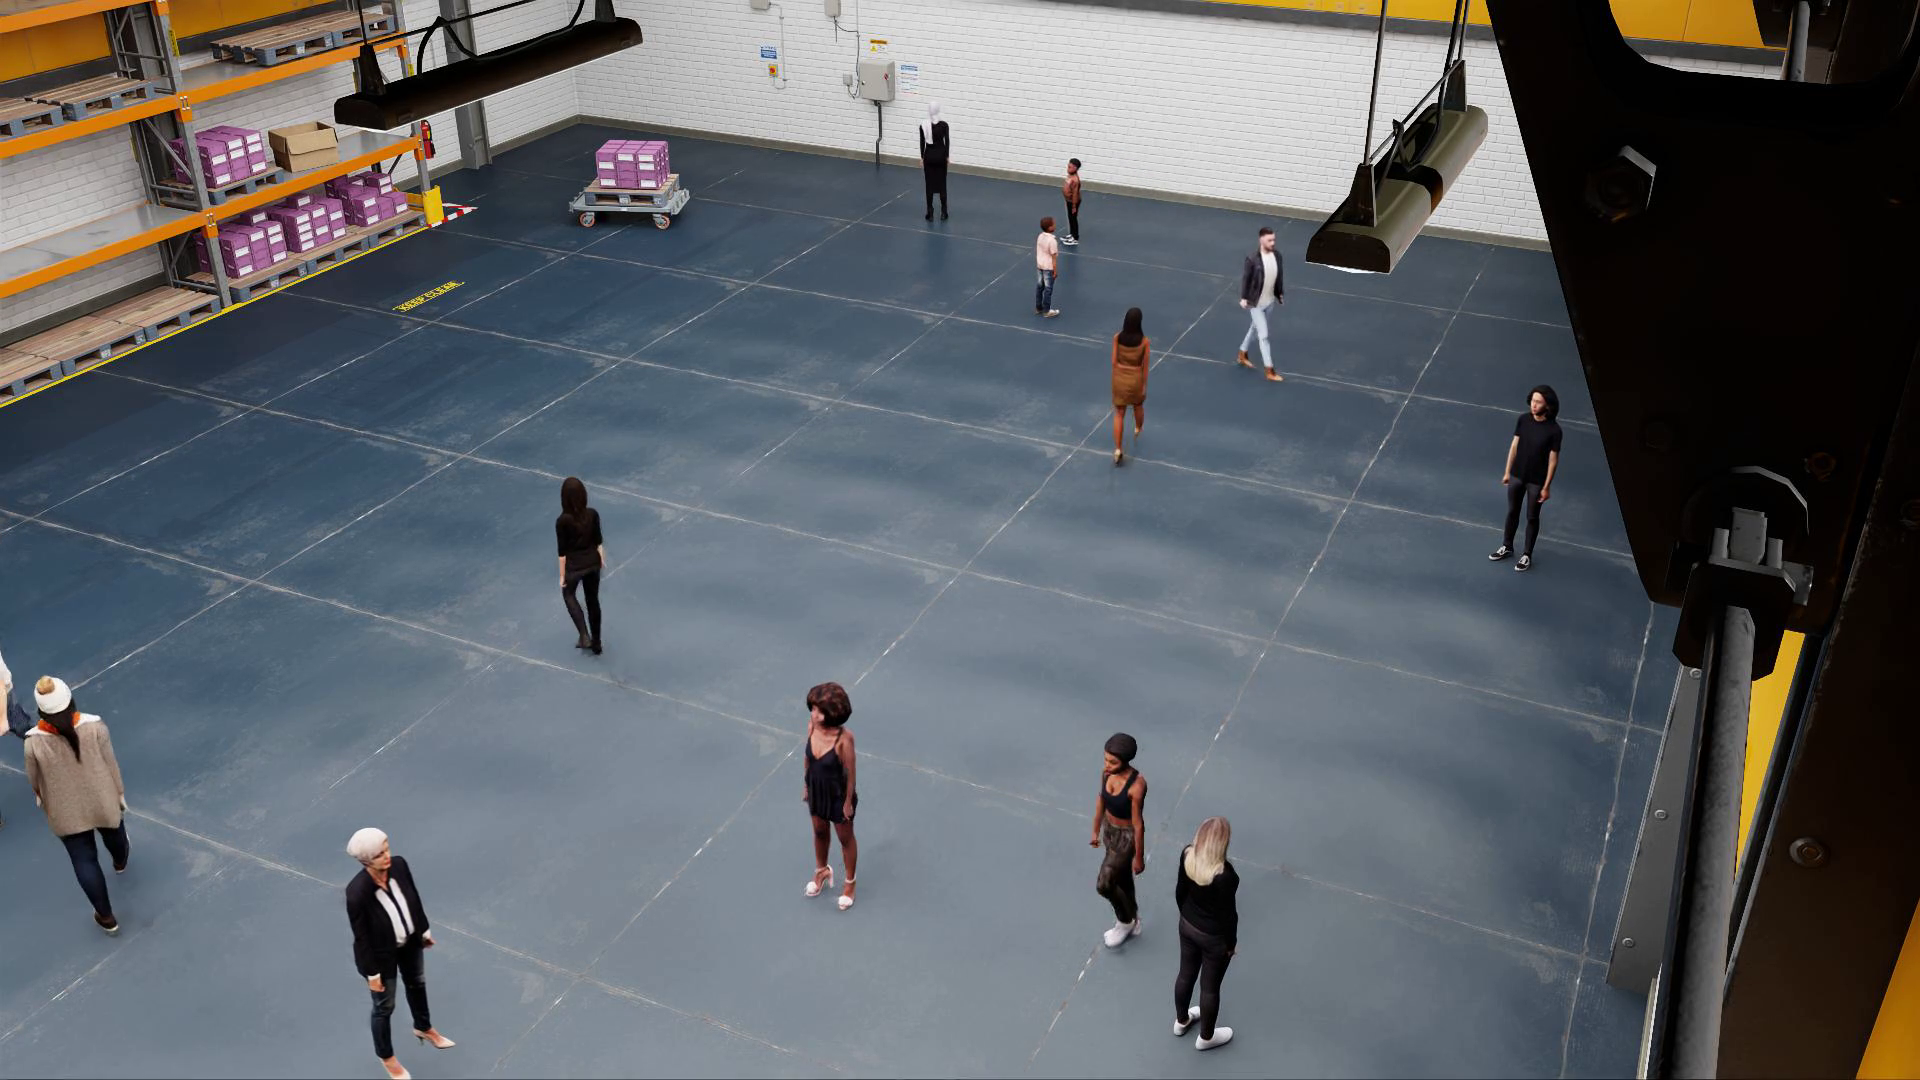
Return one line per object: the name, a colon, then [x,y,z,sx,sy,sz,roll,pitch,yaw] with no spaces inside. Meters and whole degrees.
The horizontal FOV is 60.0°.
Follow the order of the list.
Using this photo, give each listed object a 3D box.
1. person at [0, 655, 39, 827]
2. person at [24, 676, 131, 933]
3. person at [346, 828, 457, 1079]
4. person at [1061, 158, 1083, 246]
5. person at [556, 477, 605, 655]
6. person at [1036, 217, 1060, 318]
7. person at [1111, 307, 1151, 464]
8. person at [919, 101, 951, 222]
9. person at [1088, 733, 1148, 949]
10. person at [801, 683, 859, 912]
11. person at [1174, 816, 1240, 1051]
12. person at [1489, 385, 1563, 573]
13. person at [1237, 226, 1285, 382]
person: [-7.079,1.191,12.279,0.985,1.787,1.345,2,29,4]
person: [-5.862,1.788,11.120,1.216,1.847,1.213,-15,32,-26]
person: [-3.296,2.413,9.727,0.723,1.768,0.652,16,32,27]
person: [1.644,-4.889,23.982,0.652,1.253,0.565,-5,29,-9]
person: [-3.178,0.270,14.134,0.666,1.626,0.767,-19,34,-31]
person: [1.106,-3.538,21.448,0.602,1.308,0.566,-18,34,-30]
person: [1.754,-1.601,17.543,0.692,1.646,1.087,7,29,12]
person: [-0.364,-5.659,24.843,0.684,1.780,0.689,-2,29,-4]
person: [1.140,1.955,10.987,0.805,1.682,0.758,-14,32,-25]
person: [-0.870,1.727,11.294,0.594,1.788,0.573,18,33,29]
person: [1.491,2.398,10.169,0.679,1.688,0.685,-21,35,-34]
person: [5.329,-0.611,15.531,0.685,1.835,0.714,-22,35,-34]
person: [3.510,-2.822,19.629,1.156,1.792,1.119,-16,33,-27]
